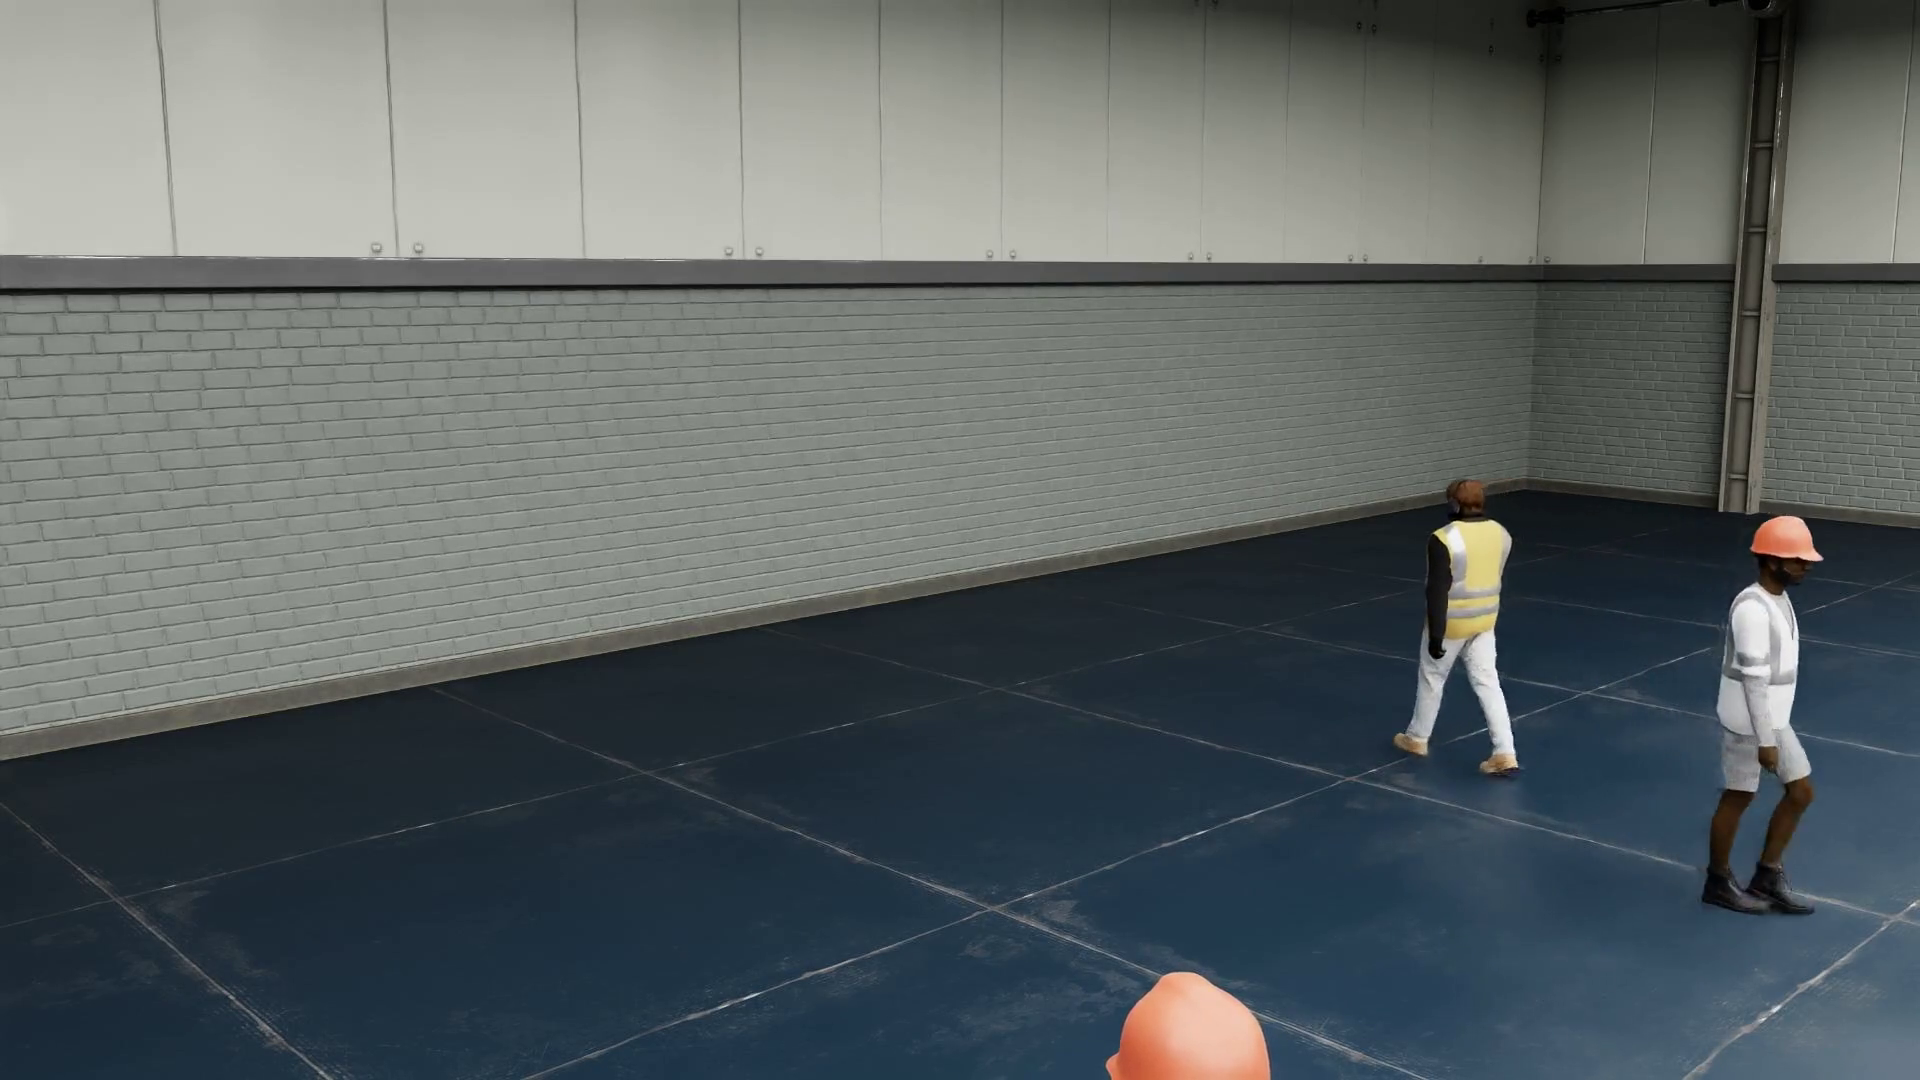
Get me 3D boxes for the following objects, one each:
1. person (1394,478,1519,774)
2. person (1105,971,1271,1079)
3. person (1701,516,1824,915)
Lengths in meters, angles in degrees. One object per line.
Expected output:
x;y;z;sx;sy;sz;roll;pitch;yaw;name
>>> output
3.095;0.511;10.166;0.641;1.799;0.963;-4;10;-23;person
0.360;1.641;2.705;0.553;1.935;0.361;-6;11;-34;person
3.797;0.842;7.726;0.640;1.913;0.560;8;12;41;person
